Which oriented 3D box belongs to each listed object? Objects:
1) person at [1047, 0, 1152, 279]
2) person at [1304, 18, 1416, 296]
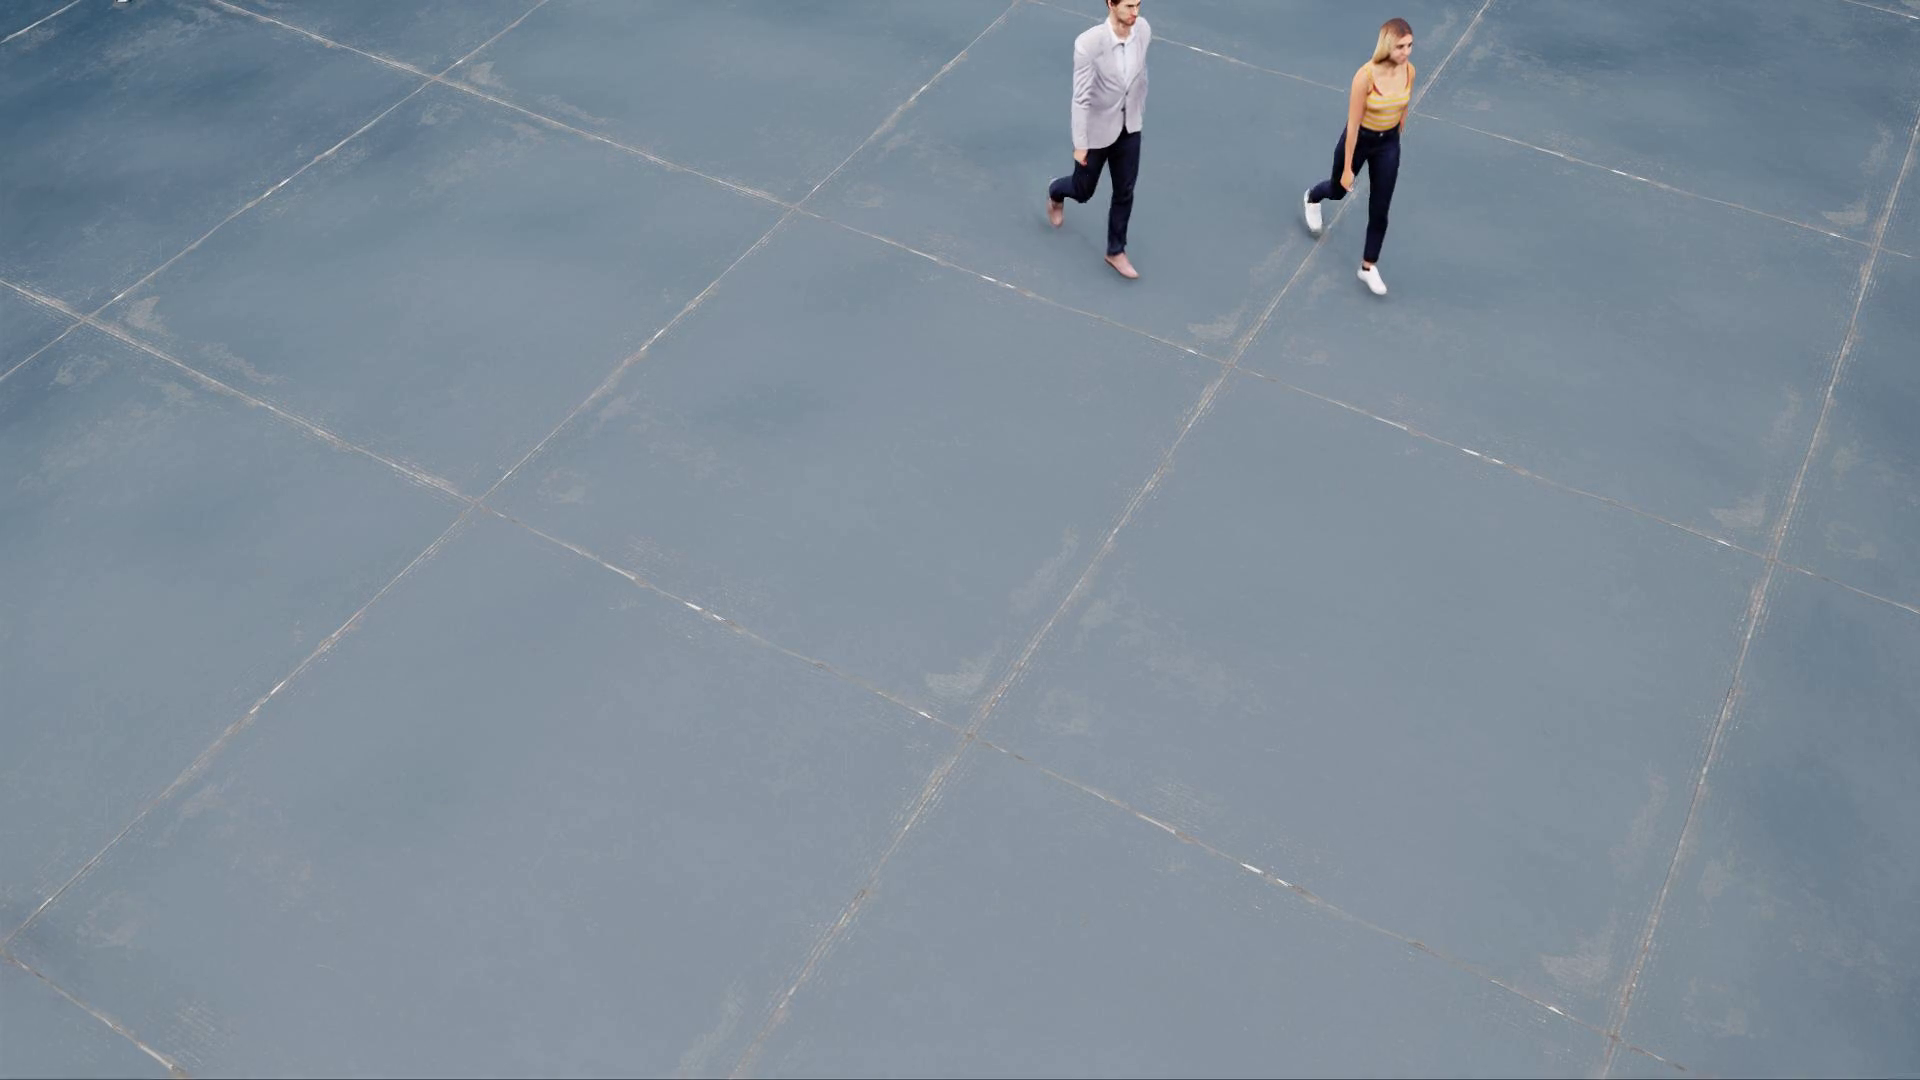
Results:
[{"bbox_3d":[0.800,-2.399,9.536,1.005,1.834,1.148,-22,51,-19],"label":"person"},{"bbox_3d":[2.298,-2.275,9.584,1.060,1.596,1.127,-11,48,-10],"label":"person"}]
